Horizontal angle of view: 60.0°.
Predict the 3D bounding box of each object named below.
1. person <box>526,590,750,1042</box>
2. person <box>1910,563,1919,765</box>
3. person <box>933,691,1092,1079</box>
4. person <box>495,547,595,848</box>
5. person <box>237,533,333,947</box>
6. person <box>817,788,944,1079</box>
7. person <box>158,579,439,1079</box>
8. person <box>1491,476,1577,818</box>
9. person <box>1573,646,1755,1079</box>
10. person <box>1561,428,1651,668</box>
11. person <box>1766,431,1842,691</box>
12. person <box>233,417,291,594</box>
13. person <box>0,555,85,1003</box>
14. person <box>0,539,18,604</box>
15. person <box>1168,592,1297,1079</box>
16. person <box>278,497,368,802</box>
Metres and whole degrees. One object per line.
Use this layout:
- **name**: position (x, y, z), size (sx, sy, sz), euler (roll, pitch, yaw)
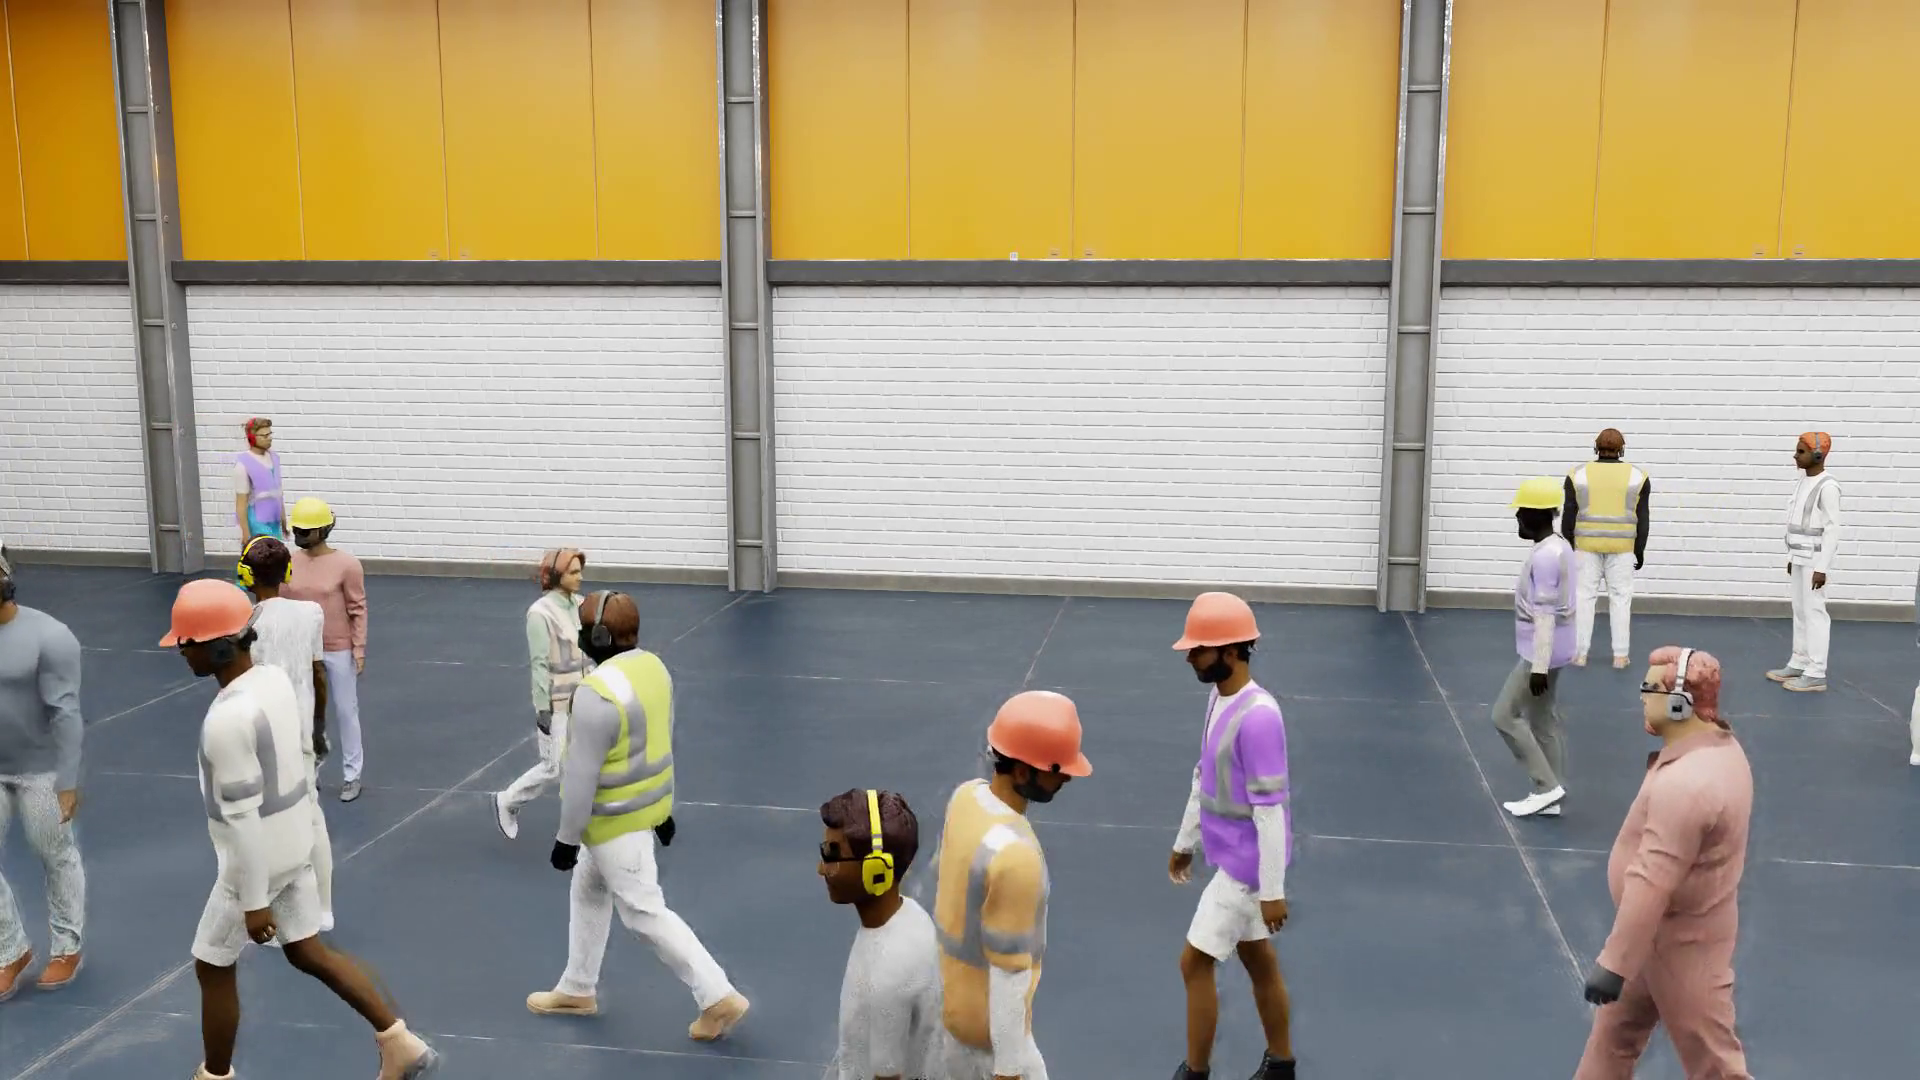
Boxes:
- **person**: position (-1.284, 1.085, 6.570), size (0.950, 1.799, 0.615), euler (1, 9, 8)
- **person**: position (6.002, 0.598, 10.059), size (0.285, 1.632, 0.499), euler (-3, 10, -16)
- **person**: position (-0.011, 1.333, 4.744), size (0.789, 1.888, 0.640), euler (-3, 10, -20)
- **person**: position (-2.101, 0.831, 8.642), size (0.608, 1.622, 0.525), euler (4, 10, 21)
- **person**: position (-3.079, 0.897, 7.491), size (0.329, 1.872, 0.508), euler (6, 11, 33)
- **person**: position (-0.119, 1.484, 3.992), size (0.892, 1.840, 0.527), euler (-1, 9, -4)
- **person**: position (-2.393, 1.105, 5.845), size (0.986, 1.997, 0.646), euler (0, 9, -2)
- **person**: position (3.166, 0.603, 9.152), size (0.425, 1.911, 0.619), euler (4, 10, 25)
- **person**: position (2.273, 1.261, 5.287), size (0.989, 1.861, 0.651), euler (5, 10, 28)
- **person**: position (4.926, 0.061, 12.734), size (0.625, 1.843, 0.430), euler (3, 10, 18)
- **person**: position (6.148, 0.152, 12.041), size (0.346, 1.882, 0.578), euler (1, 9, 8)
- **person**: position (-5.914, -0.132, 13.980), size (0.709, 1.821, 0.573), euler (1, 9, 4)
- **person**: position (-3.912, 0.971, 6.873), size (0.659, 1.910, 0.607), euler (0, 9, -1)
- **person**: position (-5.698, 0.589, 9.477), size (0.609, 1.854, 1.025), euler (-8, 12, -41)
- **person**: position (0.886, 1.129, 5.929), size (0.781, 1.903, 0.574), euler (0, 9, 0)
- **person**: position (-3.642, 0.626, 9.488), size (0.525, 1.765, 0.329), euler (1, 9, 6)
